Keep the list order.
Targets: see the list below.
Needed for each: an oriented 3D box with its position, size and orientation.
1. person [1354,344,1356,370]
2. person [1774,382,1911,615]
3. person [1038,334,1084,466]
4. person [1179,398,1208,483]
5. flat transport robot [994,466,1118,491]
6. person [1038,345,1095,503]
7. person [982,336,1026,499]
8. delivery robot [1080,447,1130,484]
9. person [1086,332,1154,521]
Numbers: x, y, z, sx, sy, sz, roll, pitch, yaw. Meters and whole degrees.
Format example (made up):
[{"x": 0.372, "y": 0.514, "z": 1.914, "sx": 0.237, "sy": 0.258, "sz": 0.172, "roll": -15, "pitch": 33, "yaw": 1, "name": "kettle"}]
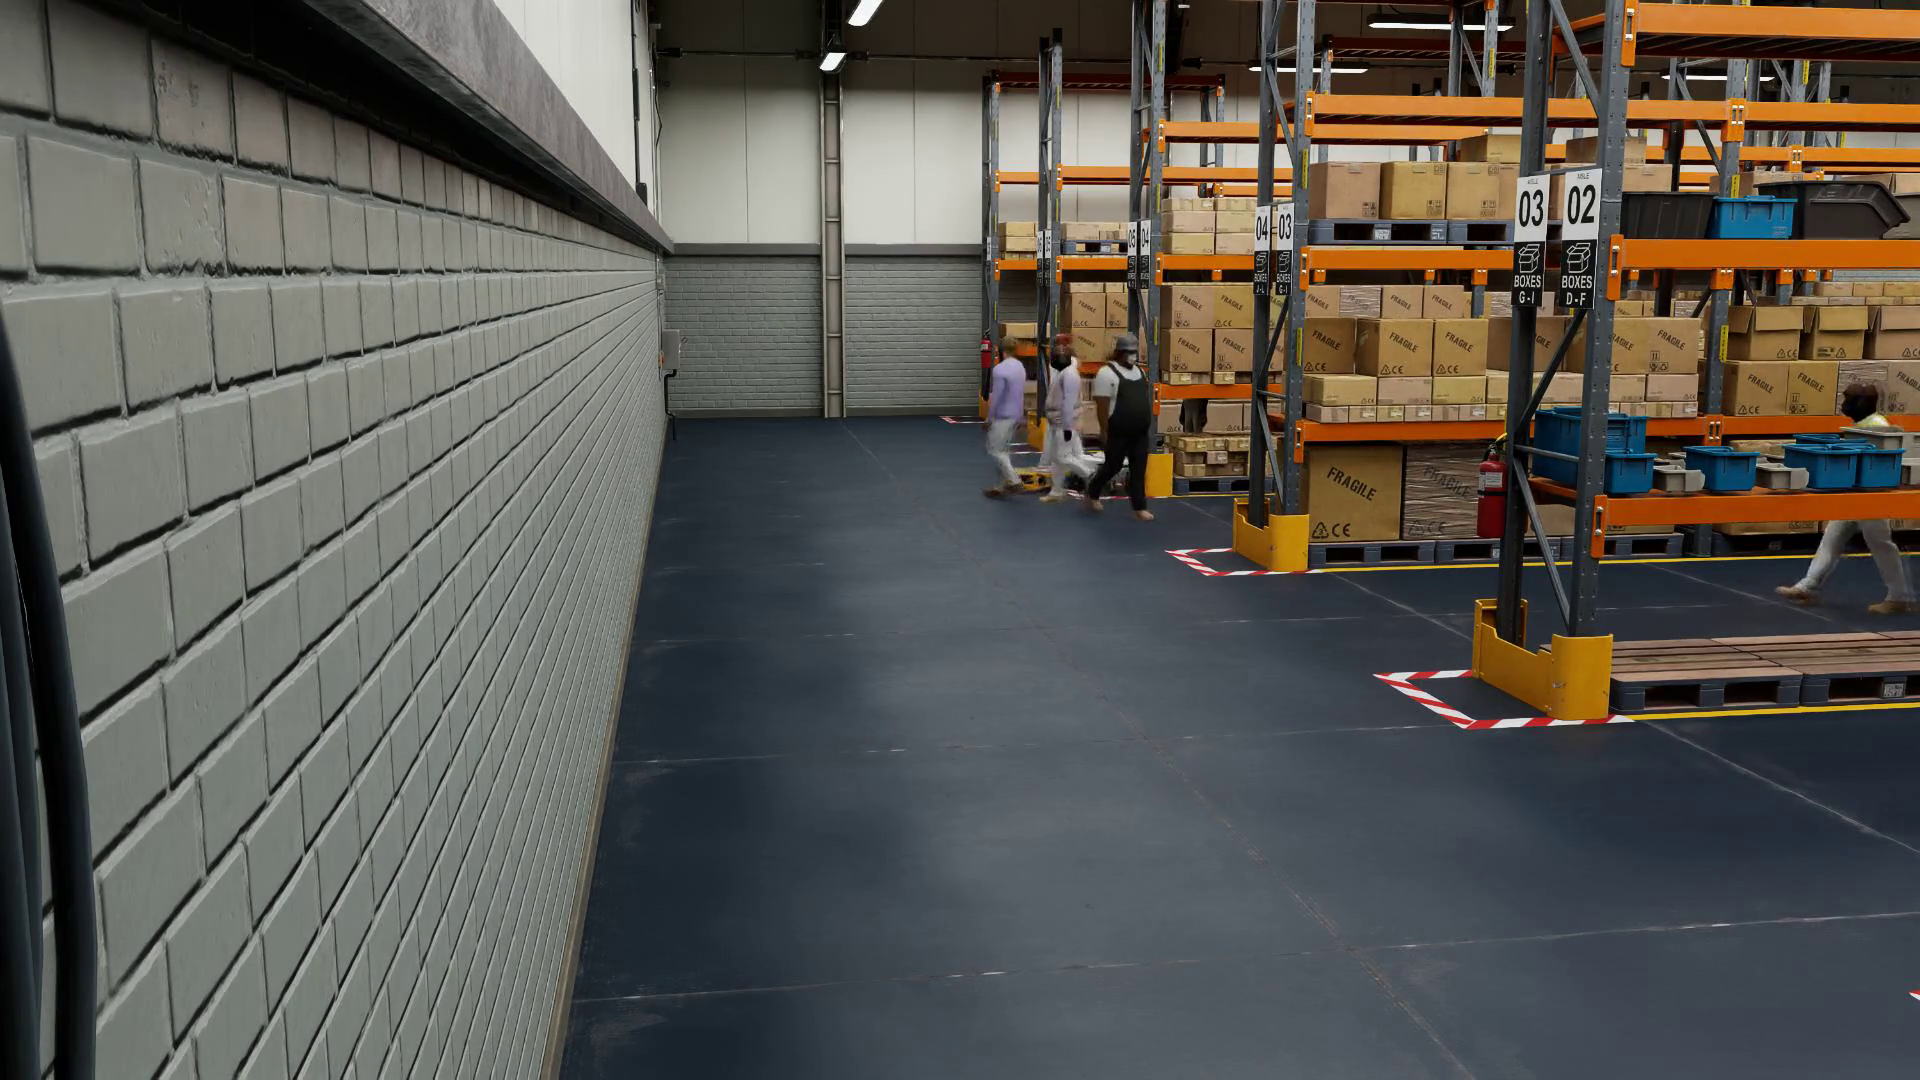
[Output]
[{"x": 4.391, "y": -1.215, "z": 18.074, "sx": 0.944, "sy": 1.894, "sz": 0.654, "roll": -2, "pitch": 10, "yaw": -15, "name": "person"}, {"x": 6.942, "y": -0.318, "z": 12.887, "sx": 0.950, "sy": 1.795, "sz": 0.632, "roll": 3, "pitch": 10, "yaw": 15, "name": "person"}, {"x": 1.311, "y": -1.732, "z": 21.422, "sx": 0.846, "sy": 1.854, "sz": 0.593, "roll": 9, "pitch": 13, "yaw": 43, "name": "person"}, {"x": 2.884, "y": -1.597, "z": 20.570, "sx": 0.333, "sy": 1.860, "sz": 0.510, "roll": -5, "pitch": 10, "yaw": -26, "name": "person"}, {"x": 1.192, "y": -0.780, "z": 20.404, "sx": 1.431, "sy": 0.197, "sz": 0.652, "roll": -6, "pitch": 11, "yaw": -32, "name": "flat transport robot"}, {"x": 1.251, "y": -1.306, "z": 18.894, "sx": 0.624, "sy": 1.825, "sz": 0.634, "roll": -1, "pitch": 9, "yaw": -3, "name": "person"}, {"x": 0.509, "y": -1.403, "z": 19.211, "sx": 0.481, "sy": 1.911, "sz": 0.659, "roll": 5, "pitch": 10, "yaw": 28, "name": "person"}, {"x": 1.754, "y": -0.888, "z": 19.906, "sx": 0.477, "sy": 0.478, "sz": 0.707, "roll": -6, "pitch": 11, "yaw": -32, "name": "delivery robot"}, {"x": 1.719, "y": -1.238, "z": 17.781, "sx": 0.694, "sy": 2.000, "sz": 0.827, "roll": -6, "pitch": 11, "yaw": -33, "name": "person"}]
